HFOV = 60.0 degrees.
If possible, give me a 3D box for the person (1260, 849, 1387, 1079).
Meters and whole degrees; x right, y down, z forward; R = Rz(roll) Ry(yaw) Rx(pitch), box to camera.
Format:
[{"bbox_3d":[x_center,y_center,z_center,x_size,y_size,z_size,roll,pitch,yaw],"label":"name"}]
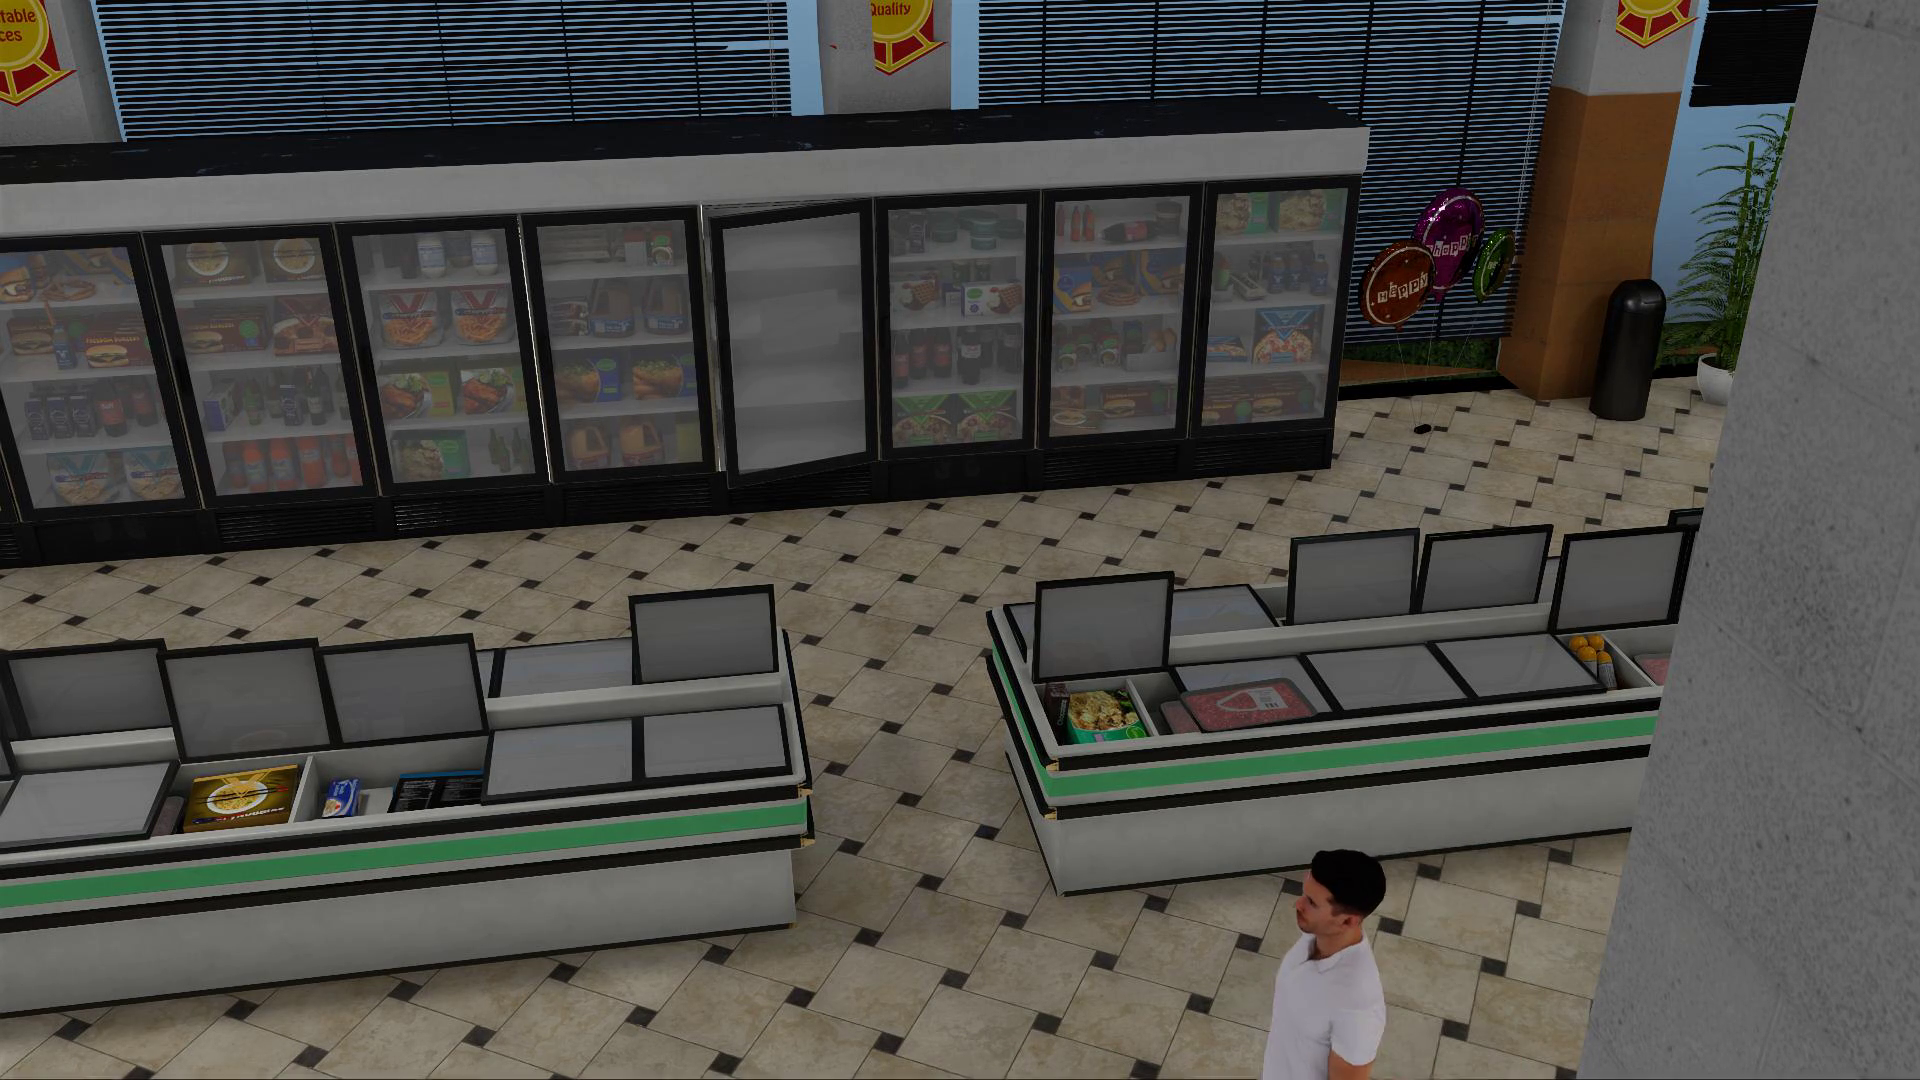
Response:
[{"bbox_3d":[1.115,1.665,4.934,0.930,1.847,0.782,1,27,2],"label":"person"}]
